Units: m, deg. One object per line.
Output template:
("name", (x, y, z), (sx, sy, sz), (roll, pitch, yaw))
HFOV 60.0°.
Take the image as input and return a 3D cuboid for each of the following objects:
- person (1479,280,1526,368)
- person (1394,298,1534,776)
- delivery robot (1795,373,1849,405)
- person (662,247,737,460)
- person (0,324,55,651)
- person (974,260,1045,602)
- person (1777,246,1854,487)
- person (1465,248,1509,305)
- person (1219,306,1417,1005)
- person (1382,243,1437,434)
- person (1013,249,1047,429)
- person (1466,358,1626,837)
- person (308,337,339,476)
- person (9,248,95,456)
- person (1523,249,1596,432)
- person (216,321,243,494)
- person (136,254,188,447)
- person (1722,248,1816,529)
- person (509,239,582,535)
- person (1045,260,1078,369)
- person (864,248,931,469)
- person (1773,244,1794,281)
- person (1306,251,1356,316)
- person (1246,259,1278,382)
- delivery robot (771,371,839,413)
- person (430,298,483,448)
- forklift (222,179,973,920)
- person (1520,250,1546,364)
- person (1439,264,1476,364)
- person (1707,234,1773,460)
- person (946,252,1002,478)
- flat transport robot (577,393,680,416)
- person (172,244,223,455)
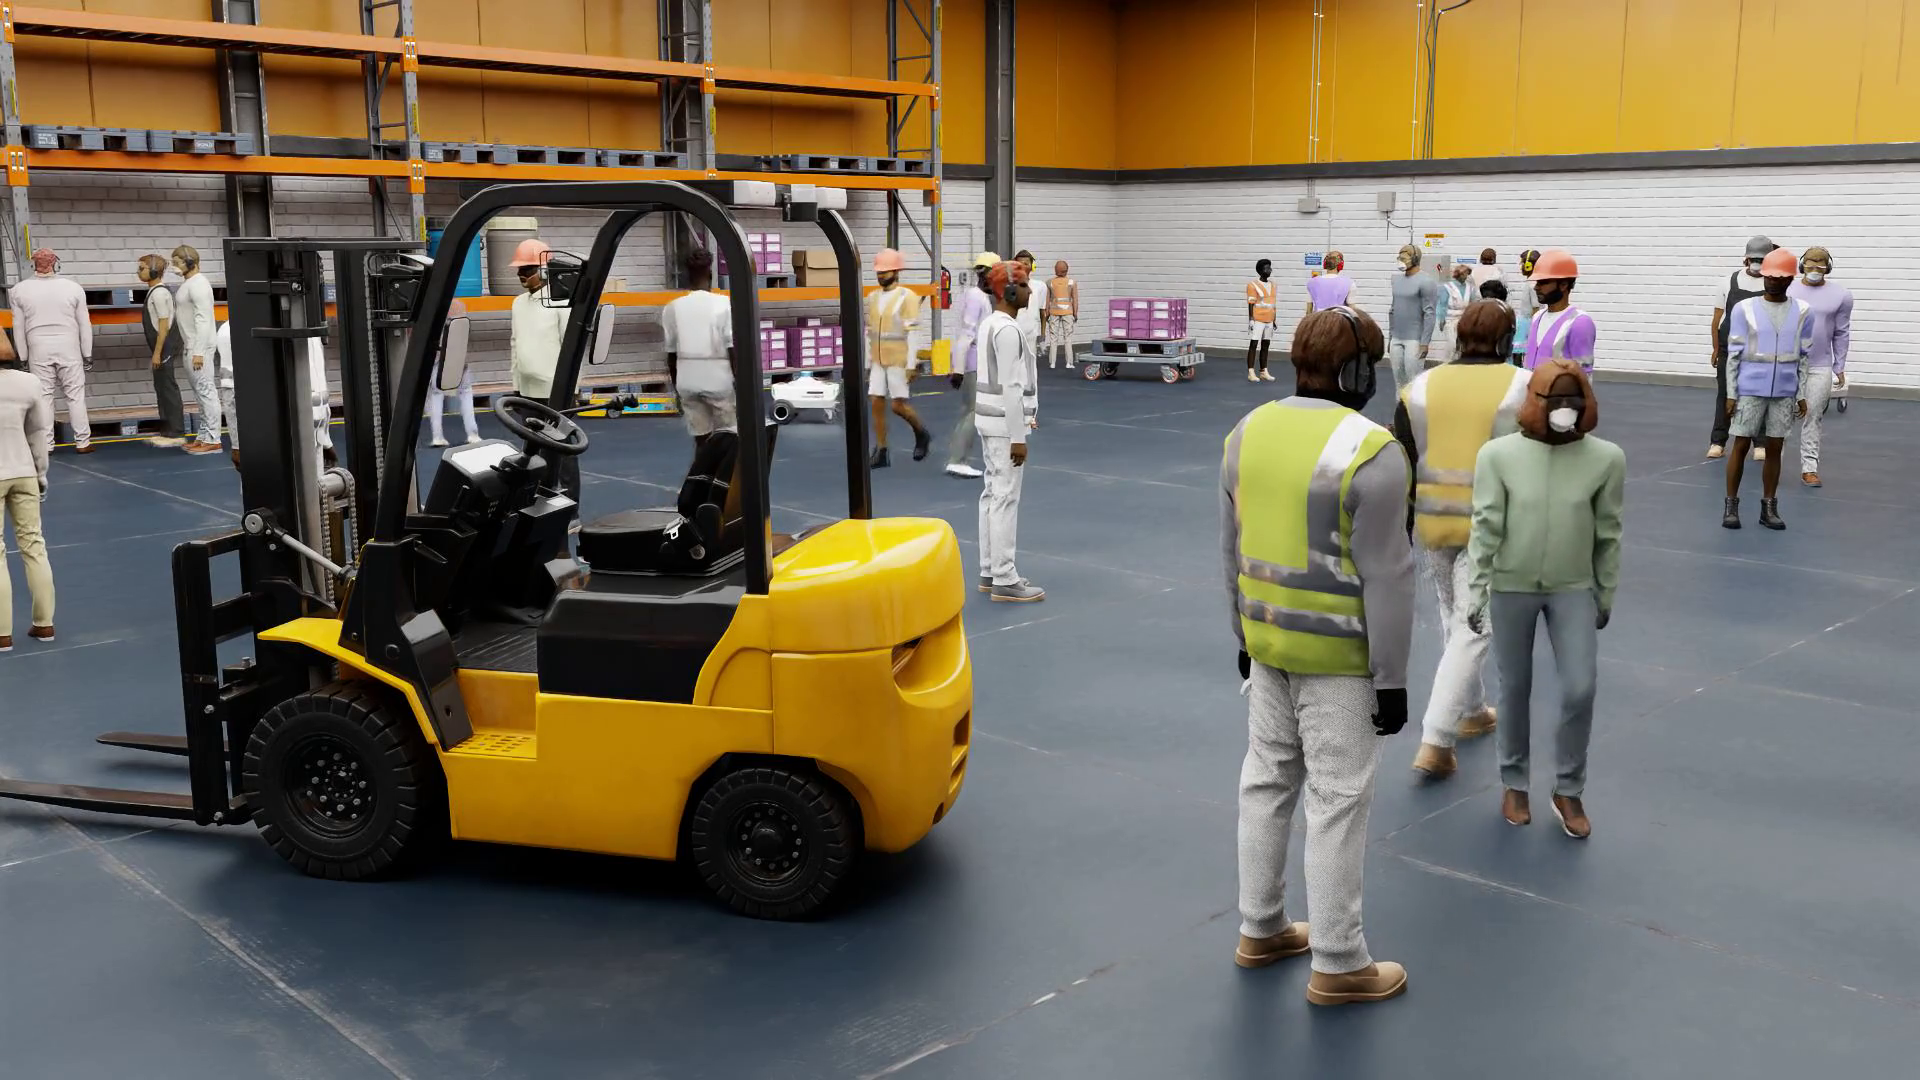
("person", (4.332, -1.289, 13.600), (0.547, 1.644, 0.859), (8, 13, 38))
("person", (1.958, -0.020, 6.368), (0.606, 1.801, 0.947), (10, 14, 43))
("delivery robot", (9.774, -1.767, 18.953), (0.707, 0.478, 0.477), (-6, 12, -26))
("person", (-1.764, -1.075, 11.668), (0.642, 1.938, 0.415), (4, 11, 18))
("person", (-4.708, -0.275, 8.148), (0.276, 1.636, 0.507), (6, 12, 28))
("person", (0.264, -0.603, 9.259), (0.356, 1.885, 0.572), (-2, 11, -12))
("person", (6.818, -1.390, 13.421), (0.627, 1.934, 0.372), (3, 11, 18))
("person", (7.427, -3.197, 23.523), (0.636, 1.842, 0.429), (5, 12, 26))
("person", (0.968, 0.304, 4.436), (0.429, 1.840, 0.637), (-6, 12, -31))
("person", (4.529, -2.009, 16.778), (0.354, 1.938, 0.636), (-4, 11, -22))
("person", (0.655, -2.102, 17.463), (0.509, 1.876, 0.328), (1, 10, 5))
("person", (1.962, 0.201, 5.599), (0.511, 1.617, 0.512), (2, 11, 12))
("person", (-3.476, -0.507, 8.732), (0.355, 1.887, 0.574), (2, 11, 9))
("person", (-8.334, -1.725, 15.316), (0.641, 1.908, 0.408), (-5, 11, -23))
("person", (3.504, -0.751, 9.918), (0.357, 1.936, 0.551), (-3, 11, -16))
("person", (-3.683, -0.576, 8.969), (0.355, 1.934, 0.553), (6, 12, 29))
("person", (-7.706, -1.790, 15.938), (0.523, 1.845, 0.520), (-5, 12, -27))
("person", (5.564, -1.030, 11.450), (0.547, 1.934, 0.376), (2, 11, 10))
("person", (-2.816, -1.019, 11.225), (0.616, 1.993, 0.395), (8, 13, 36))
("person", (1.534, -3.400, 25.167), (0.517, 1.645, 0.307), (2, 11, 11))
("person", (-0.561, -1.574, 14.493), (0.566, 1.917, 0.630), (8, 13, 38))
("person", (9.514, -2.527, 19.657), (0.593, 1.920, 0.391), (9, 13, 39))
("person", (4.219, -2.364, 18.962), (0.572, 1.844, 0.376), (5, 12, 26))
("person", (4.191, -3.041, 23.061), (0.535, 1.700, 0.318), (-7, 13, -34))
("delivery robot", (-1.664, -1.576, 17.937), (0.707, 0.478, 0.477), (0, 10, 2))
("person", (-4.927, -1.758, 15.935), (0.548, 1.740, 0.556), (3, 11, 14))
("forklift", (-1.114, -0.058, 5.440), (2.313, 2.155, 1.214), (2, 11, 13))
("person", (6.131, -2.175, 17.905), (0.325, 1.858, 0.516), (4, 11, 21))
("person", (6.939, -3.022, 23.165), (0.520, 1.621, 0.417), (-4, 11, -19))
("person", (7.134, -1.737, 15.018), (0.681, 2.000, 0.538), (6, 12, 28))
("person", (0.127, -1.462, 13.945), (0.544, 1.880, 0.605), (0, 10, 2))
("flat transport robot", (-3.561, -1.532, 18.728), (1.431, 0.197, 0.652), (-2, 11, -9))
("person", (-7.089, -1.763, 15.442), (0.372, 1.938, 0.630), (-6, 12, -31))
